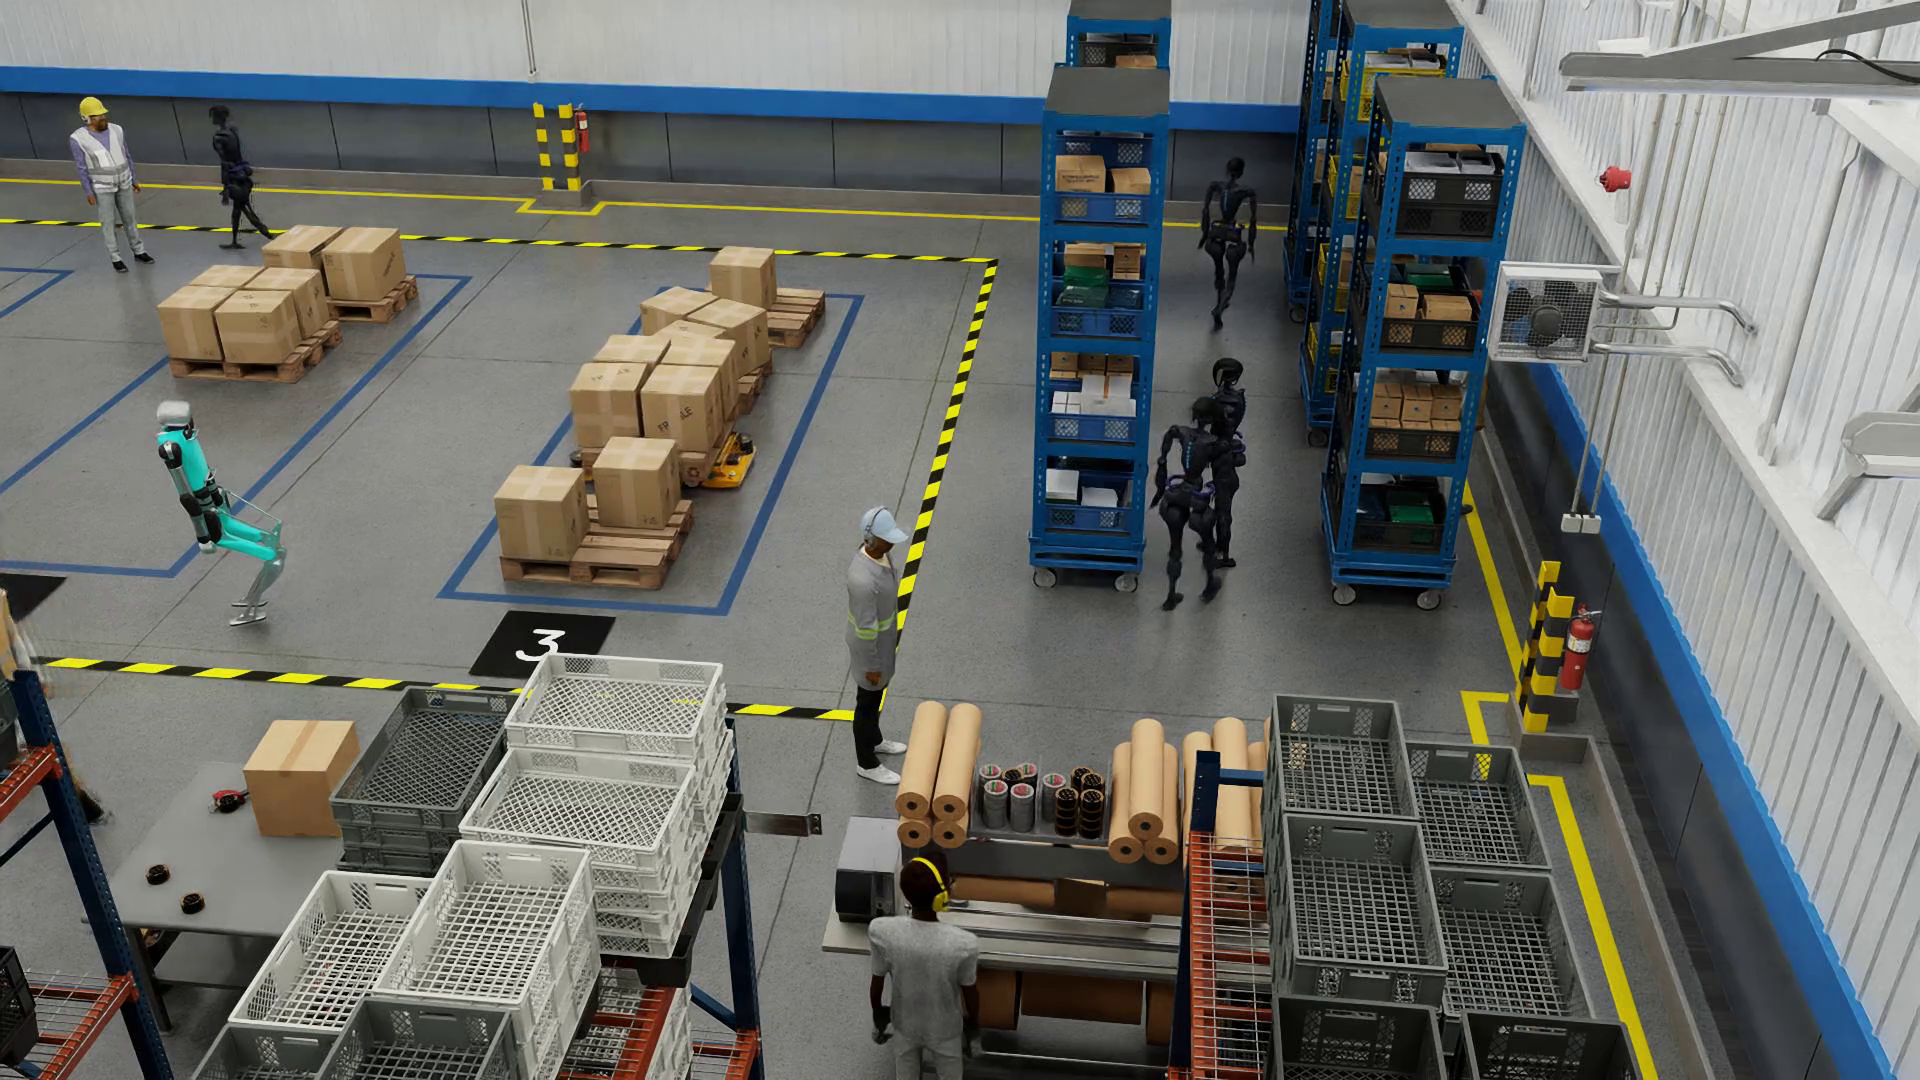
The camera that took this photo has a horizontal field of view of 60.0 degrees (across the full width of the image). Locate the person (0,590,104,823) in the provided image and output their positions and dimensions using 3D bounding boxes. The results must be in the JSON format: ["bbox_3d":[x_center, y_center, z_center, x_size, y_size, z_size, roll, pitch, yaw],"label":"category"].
[{"bbox_3d":[-5.608,0.860,9.605,1.028,1.882,0.561,3,30,4],"label":"person"}]

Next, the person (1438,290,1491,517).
[{"bbox_3d":[3.830,-1.058,12.921,0.388,1.847,0.564,-19,35,-29],"label":"person"}]

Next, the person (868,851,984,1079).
[{"bbox_3d":[-0.150,2.152,7.393,0.514,1.865,0.335,6,31,10],"label":"person"}]

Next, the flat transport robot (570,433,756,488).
[{"bbox_3d":[-2.472,-0.703,13.853,1.431,0.197,0.652,3,30,6],"label":"flat transport robot"}]

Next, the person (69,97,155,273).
[{"bbox_3d":[-8.970,-3.762,17.575,0.404,1.836,0.599,20,36,30],"label":"person"}]

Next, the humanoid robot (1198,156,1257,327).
[{"bbox_3d":[2.595,-2.953,16.364,0.609,1.640,0.654,16,34,25],"label":"humanoid robot"}]

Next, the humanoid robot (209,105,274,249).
[{"bbox_3d":[-7.815,-3.892,18.022,0.781,1.644,0.608,-2,30,-3],"label":"humanoid robot"}]

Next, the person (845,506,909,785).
[{"bbox_3d":[-0.484,0.617,10.043,0.396,1.849,0.587,4,30,7],"label":"person"}]

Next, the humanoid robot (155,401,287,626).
[{"bbox_3d":[-4.975,-0.199,11.418,0.735,1.681,0.533,-6,31,-10],"label":"humanoid robot"}]

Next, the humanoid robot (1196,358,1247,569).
[{"bbox_3d":[1.929,-0.570,12.237,0.315,1.657,0.599,0,30,0],"label":"humanoid robot"}]

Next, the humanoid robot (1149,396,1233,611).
[{"bbox_3d":[1.643,-0.291,11.791,0.618,1.642,0.550,17,34,26],"label":"humanoid robot"}]
